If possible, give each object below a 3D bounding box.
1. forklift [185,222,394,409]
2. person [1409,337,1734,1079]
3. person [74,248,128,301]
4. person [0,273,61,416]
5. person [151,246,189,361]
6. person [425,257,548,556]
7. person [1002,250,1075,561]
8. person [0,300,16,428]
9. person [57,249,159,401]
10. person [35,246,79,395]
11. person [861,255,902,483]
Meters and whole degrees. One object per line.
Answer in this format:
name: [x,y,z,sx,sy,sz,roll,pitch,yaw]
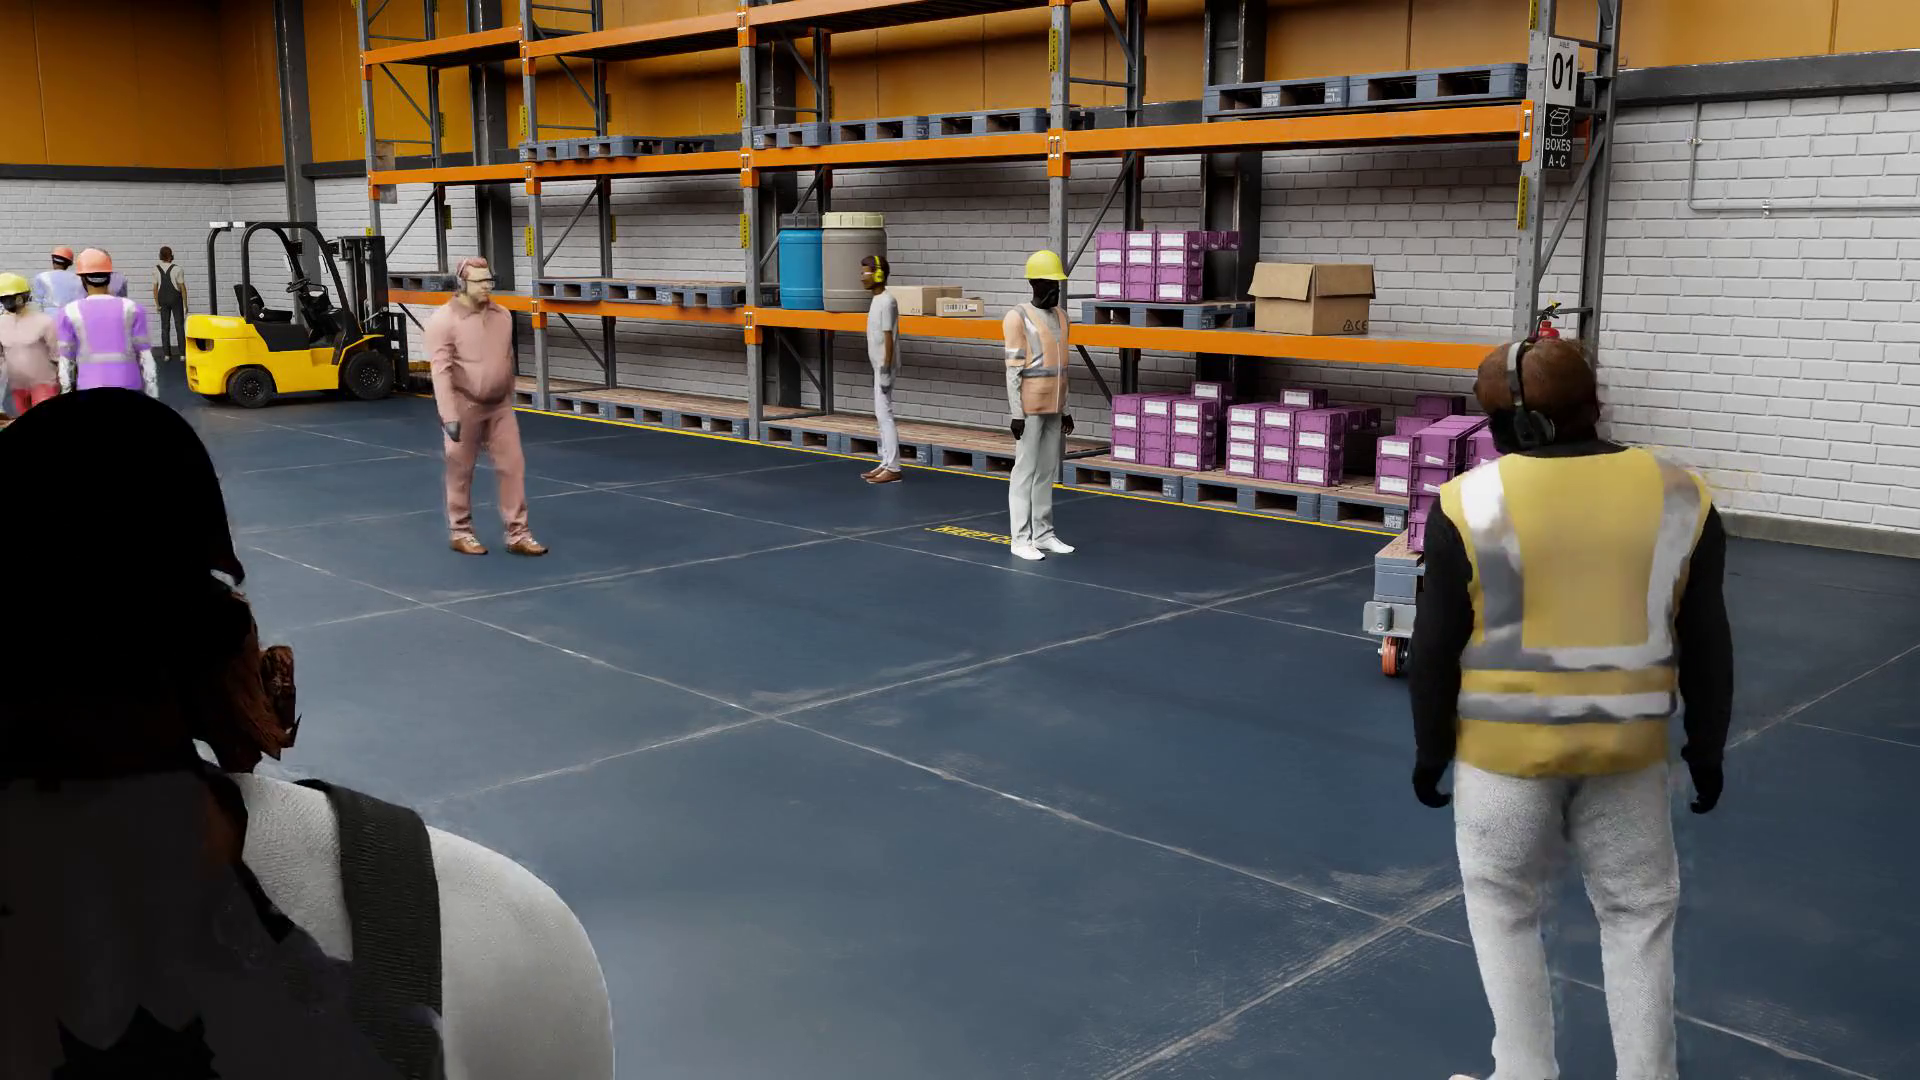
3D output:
forklift: [-8.169,-2.758,20.163,2.313,2.155,1.214,-10,14,-44]
person: [1.374,0.464,3.674,0.764,1.811,0.432,1,10,4]
person: [-10.318,-2.573,20.069,0.991,1.883,0.694,8,13,38]
person: [-7.036,-1.131,12.537,0.529,1.735,0.707,1,10,3]
person: [-12.710,-3.799,26.798,0.508,1.845,0.345,-2,11,-9]
person: [-2.949,-0.807,10.375,0.826,1.875,0.674,8,13,37]
person: [0.514,-0.844,10.460,0.370,1.927,0.588,8,13,38]
person: [-10.166,-2.109,17.517,0.600,1.861,0.579,8,13,36]
person: [-5.851,-1.027,11.450,0.597,1.921,0.633,-6,12,-31]
person: [-10.807,-2.583,20.063,0.528,1.887,0.551,-10,14,-44]
person: [-0.645,-1.398,13.671,0.321,1.860,0.527,-2,11,-11]
